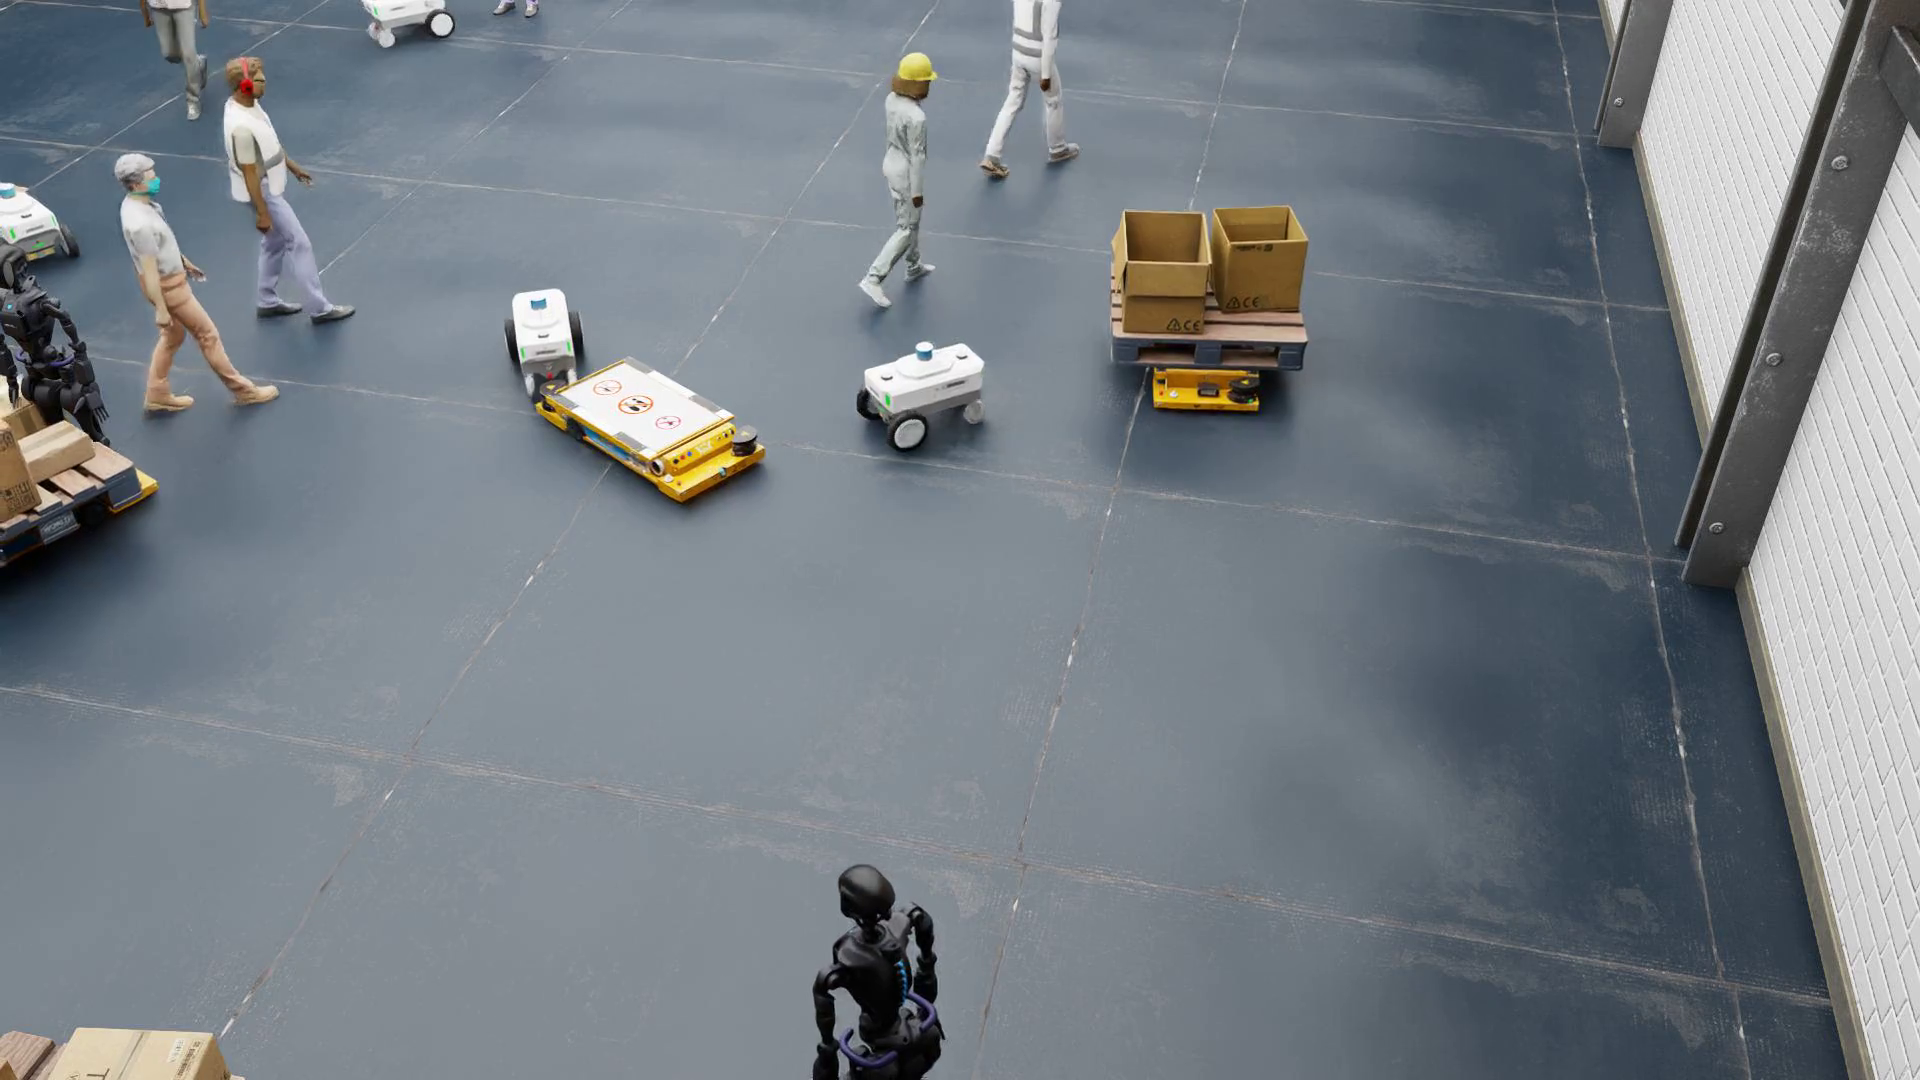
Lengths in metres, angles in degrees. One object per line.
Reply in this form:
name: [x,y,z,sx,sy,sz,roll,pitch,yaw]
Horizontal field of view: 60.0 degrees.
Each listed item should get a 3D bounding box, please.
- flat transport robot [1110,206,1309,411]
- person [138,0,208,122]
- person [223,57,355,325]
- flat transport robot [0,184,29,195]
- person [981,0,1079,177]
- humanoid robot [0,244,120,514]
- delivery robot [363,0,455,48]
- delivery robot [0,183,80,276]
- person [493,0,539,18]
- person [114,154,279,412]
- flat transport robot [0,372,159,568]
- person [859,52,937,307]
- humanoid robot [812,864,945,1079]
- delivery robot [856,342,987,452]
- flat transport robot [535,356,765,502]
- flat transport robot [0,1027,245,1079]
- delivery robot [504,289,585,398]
flat transport robot: [1.580,-1.298,10.955,0.659,0.231,1.431,2,37,3]
person: [-6.562,-4.487,13.936,0.568,1.811,0.637,-1,37,-1]
person: [-4.560,-2.298,10.997,0.622,1.811,0.577,-13,39,-17]
flat transport robot: [-7.477,-2.111,12.044,0.659,0.231,1.431,9,38,12]
person: [0.532,-3.740,12.909,0.945,1.851,0.587,-25,44,-30]
humanoid robot: [-5.008,-0.877,9.204,0.599,1.657,0.315,8,37,10]
delivery robot: [-5.207,-4.999,15.660,0.783,0.584,0.499,-23,42,-27]
delivery robot: [-6.797,-2.275,12.029,0.802,0.600,0.499,31,46,34]
person: [-4.323,-5.939,15.851,0.568,1.840,0.372,8,37,10]
person: [-4.773,-1.543,10.070,0.782,1.715,0.477,-17,40,-21]
flat transport robot: [-5.375,-0.133,9.396,0.659,0.231,1.431,24,43,29]
person: [-0.425,-2.457,11.312,0.675,1.722,0.504,-20,41,-24]
humanoid robot: [-0.266,1.767,5.686,0.377,1.642,0.608,29,45,33]
delivery robot: [-0.228,-0.927,10.220,0.789,0.593,0.499,-18,40,-23]
flat transport robot: [-1.911,-0.709,10.167,1.431,0.231,0.659,29,46,33]
flat transport robot: [-3.227,2.506,5.866,1.431,0.231,0.659,8,37,10]
delivery robot: [-2.687,-1.313,10.750,0.499,0.610,0.814,-9,38,-12]
